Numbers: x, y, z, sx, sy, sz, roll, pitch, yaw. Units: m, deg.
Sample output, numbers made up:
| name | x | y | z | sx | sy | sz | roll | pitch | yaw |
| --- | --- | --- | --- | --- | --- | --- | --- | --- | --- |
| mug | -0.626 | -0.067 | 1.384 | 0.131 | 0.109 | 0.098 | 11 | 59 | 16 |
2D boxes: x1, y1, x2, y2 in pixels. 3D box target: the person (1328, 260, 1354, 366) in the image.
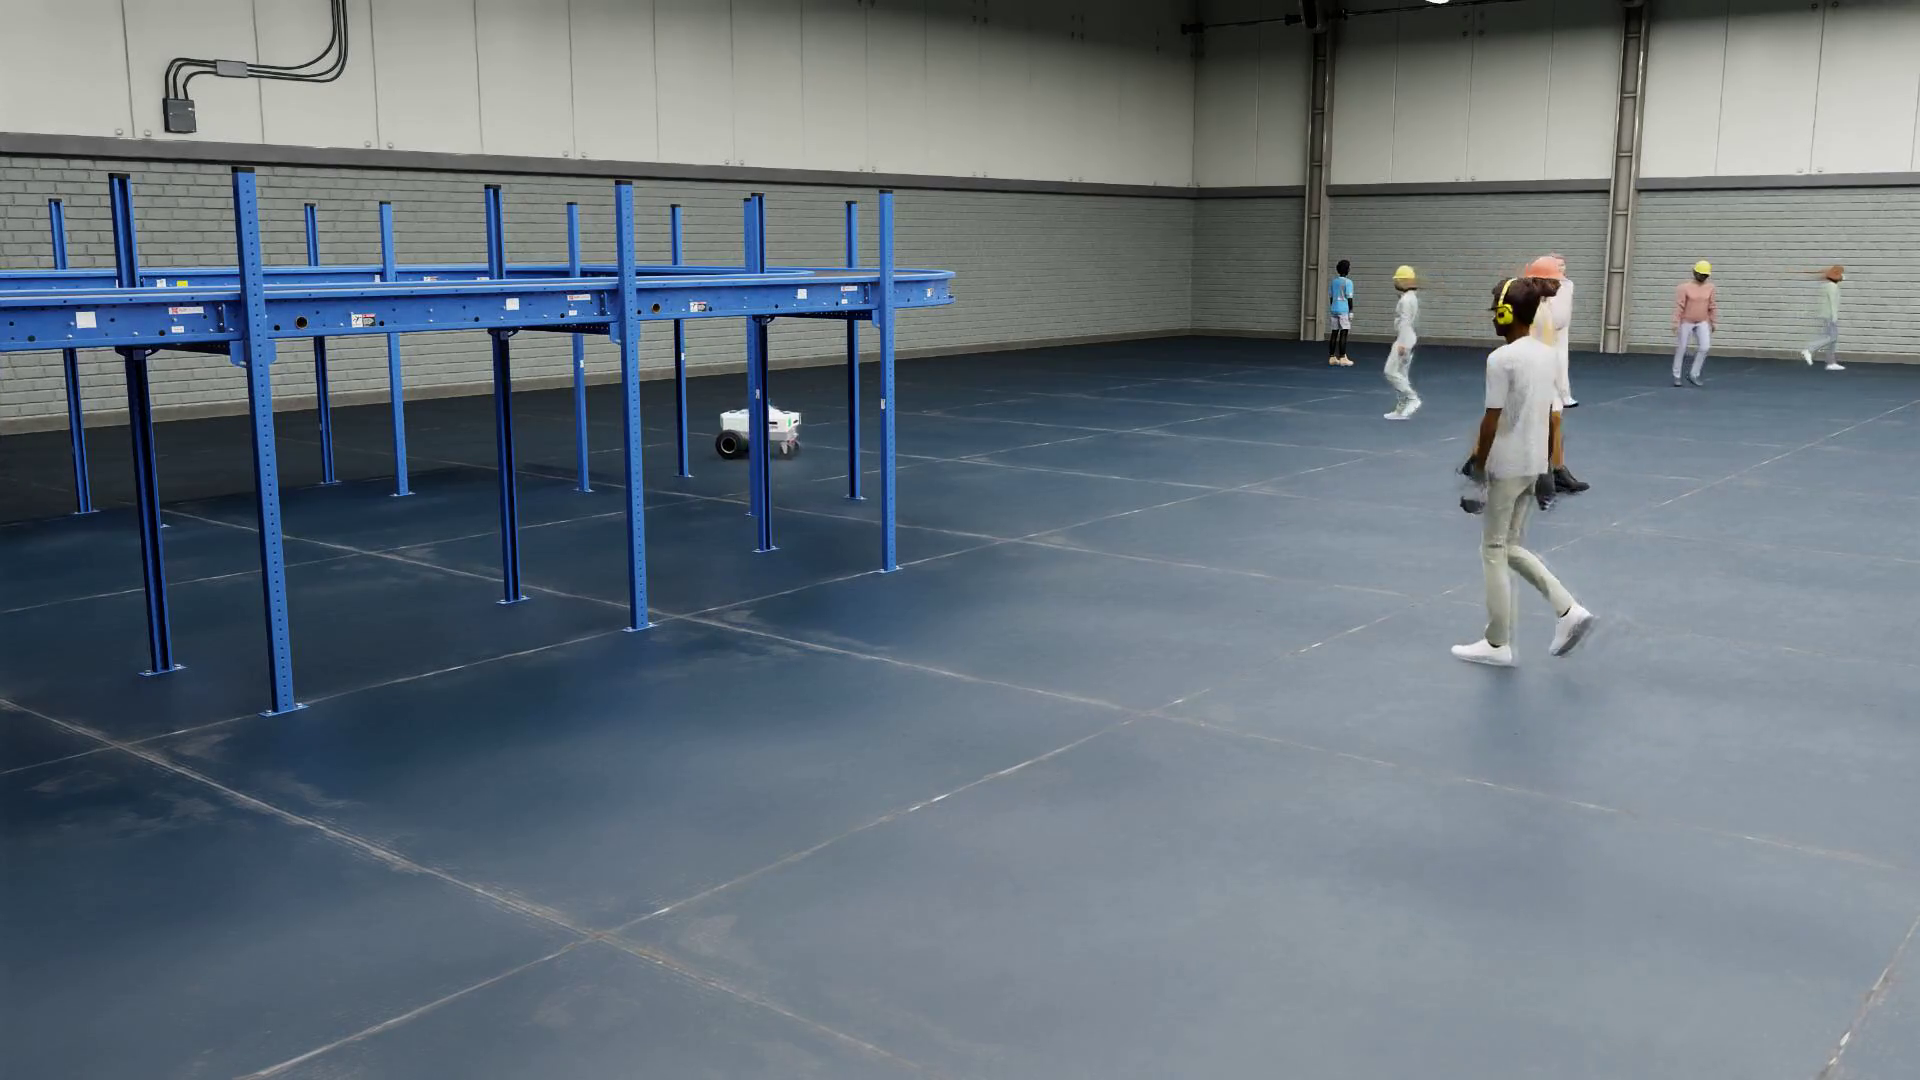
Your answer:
| name | x | y | z | sx | sy | sz | roll | pitch | yaw |
| --- | --- | --- | --- | --- | --- | --- | --- | --- | --- |
| person | 6.184 | -3.678 | 26.925 | 0.315 | 1.697 | 0.541 | -5 | 11 | -25 |

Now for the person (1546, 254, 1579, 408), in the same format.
| name | x | y | z | sx | sy | sz | roll | pitch | yaw |
| --- | --- | --- | --- | --- | --- | --- | --- | --- | --- |
| person | 7.170 | -2.546 | 20.243 | 0.664 | 1.851 | 1.013 | -2 | 10 | -12 |

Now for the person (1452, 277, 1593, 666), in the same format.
| name | x | y | z | sx | sy | sz | roll | pitch | yaw |
| --- | --- | --- | --- | --- | --- | --- | --- | --- | --- |
| person | 2.652 | -0.301 | 7.824 | 0.503 | 1.849 | 0.544 | -9 | 14 | -42 |

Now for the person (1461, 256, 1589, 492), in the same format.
| name | x | y | z | sx | sy | sz | roll | pitch | yaw |
| --- | --- | --- | --- | --- | --- | --- | --- | --- | --- |
| person | 4.617 | -1.353 | 13.535 | 1.019 | 1.897 | 0.541 | 10 | 14 | 43 |

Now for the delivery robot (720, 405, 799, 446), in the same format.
| name | x | y | z | sx | sy | sz | roll | pitch | yaw |
| --- | --- | --- | --- | --- | --- | --- | --- | --- | --- |
| delivery robot | -1.875 | -1.090 | 15.615 | 0.707 | 0.478 | 0.477 | 2 | 10 | 9 |

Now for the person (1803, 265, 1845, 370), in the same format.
| name | x | y | z | sx | sy | sz | roll | pitch | yaw |
| --- | --- | --- | --- | --- | --- | --- | --- | --- | --- |
| person | 13.632 | -3.491 | 26.087 | 0.527 | 1.619 | 0.512 | 5 | 11 | 26 |

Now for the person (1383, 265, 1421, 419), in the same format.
| name | x | y | z | sx | sy | sz | roll | pitch | yaw |
| --- | --- | --- | --- | --- | --- | --- | --- | --- | --- |
| person | 4.969 | -2.221 | 18.759 | 0.360 | 1.731 | 0.515 | 3 | 11 | 18 |

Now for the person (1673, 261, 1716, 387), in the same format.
| name | x | y | z | sx | sy | sz | roll | pitch | yaw |
| --- | --- | --- | --- | --- | --- | --- | --- | --- | --- |
| person | 10.148 | -2.980 | 22.974 | 0.642 | 1.722 | 0.617 | 0 | 10 | -2 |
